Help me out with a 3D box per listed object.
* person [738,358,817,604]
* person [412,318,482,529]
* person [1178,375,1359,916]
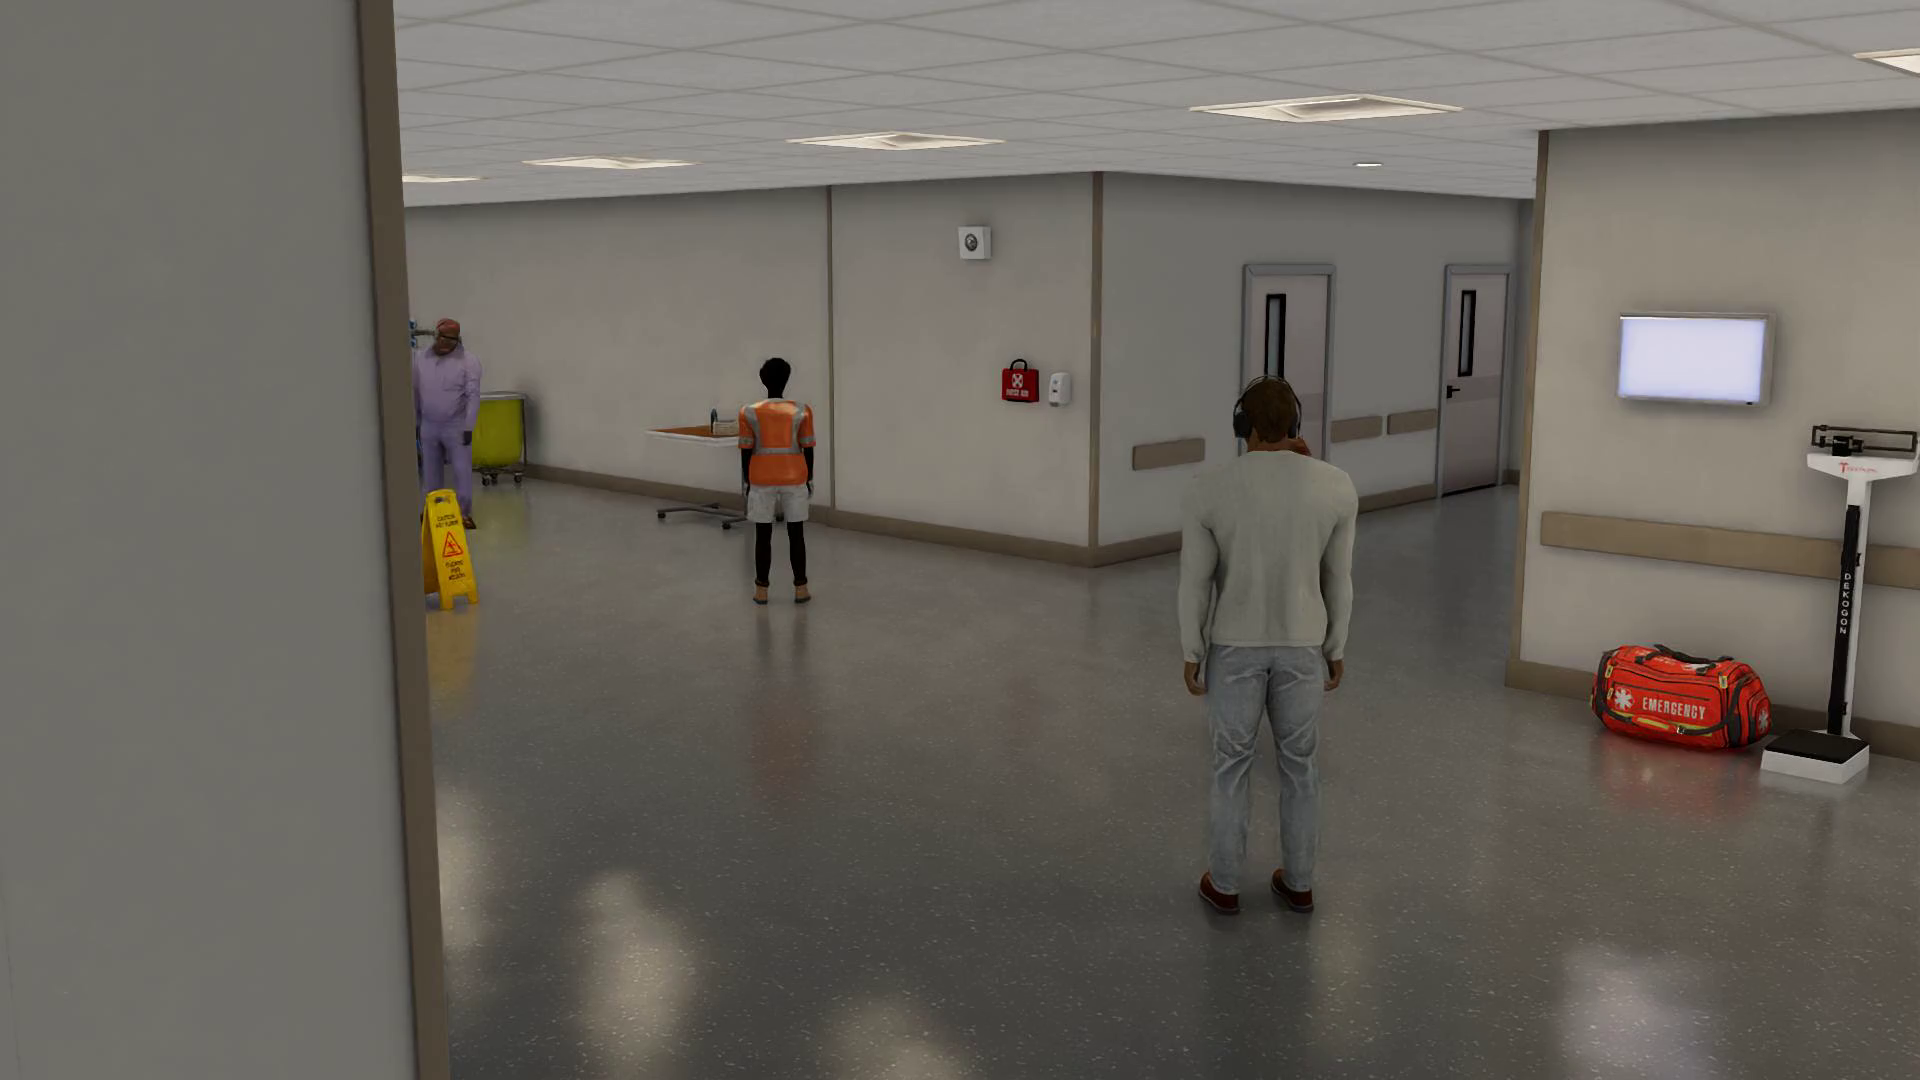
[{"bbox_3d":[-1.247,-0.398,11.404,0.535,1.697,0.318,-1,9,-6],"label":"person"},{"bbox_3d":[-4.628,-1.022,14.729,0.814,1.877,0.415,2,9,11],"label":"person"},{"bbox_3d":[1.082,0.384,5.919,0.622,1.932,0.367,0,9,1],"label":"person"}]
